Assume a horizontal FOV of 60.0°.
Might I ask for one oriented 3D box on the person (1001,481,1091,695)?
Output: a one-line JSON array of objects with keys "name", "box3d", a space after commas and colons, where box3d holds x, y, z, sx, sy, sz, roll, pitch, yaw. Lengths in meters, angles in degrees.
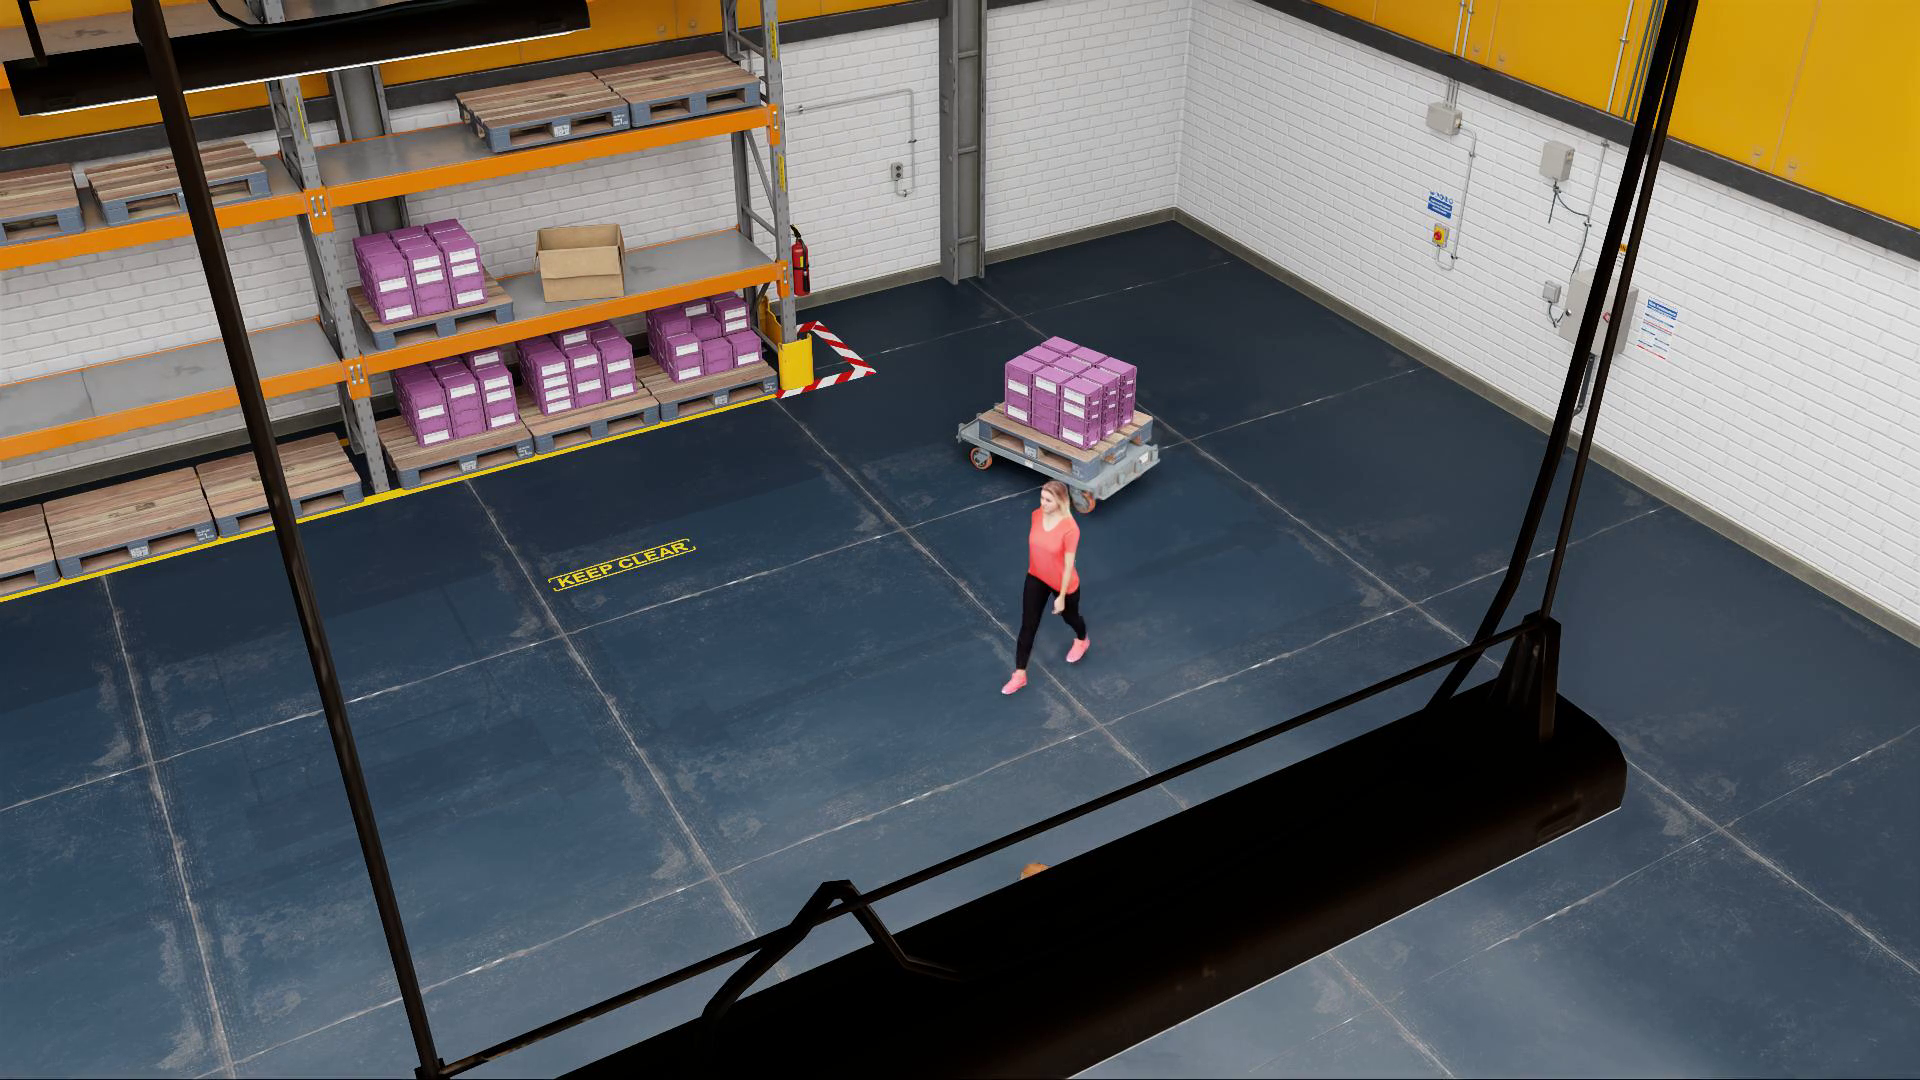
[{"name": "person", "box3d": [0.746, 0.297, 12.099, 0.892, 1.650, 1.203, 23, 40, 30]}]
